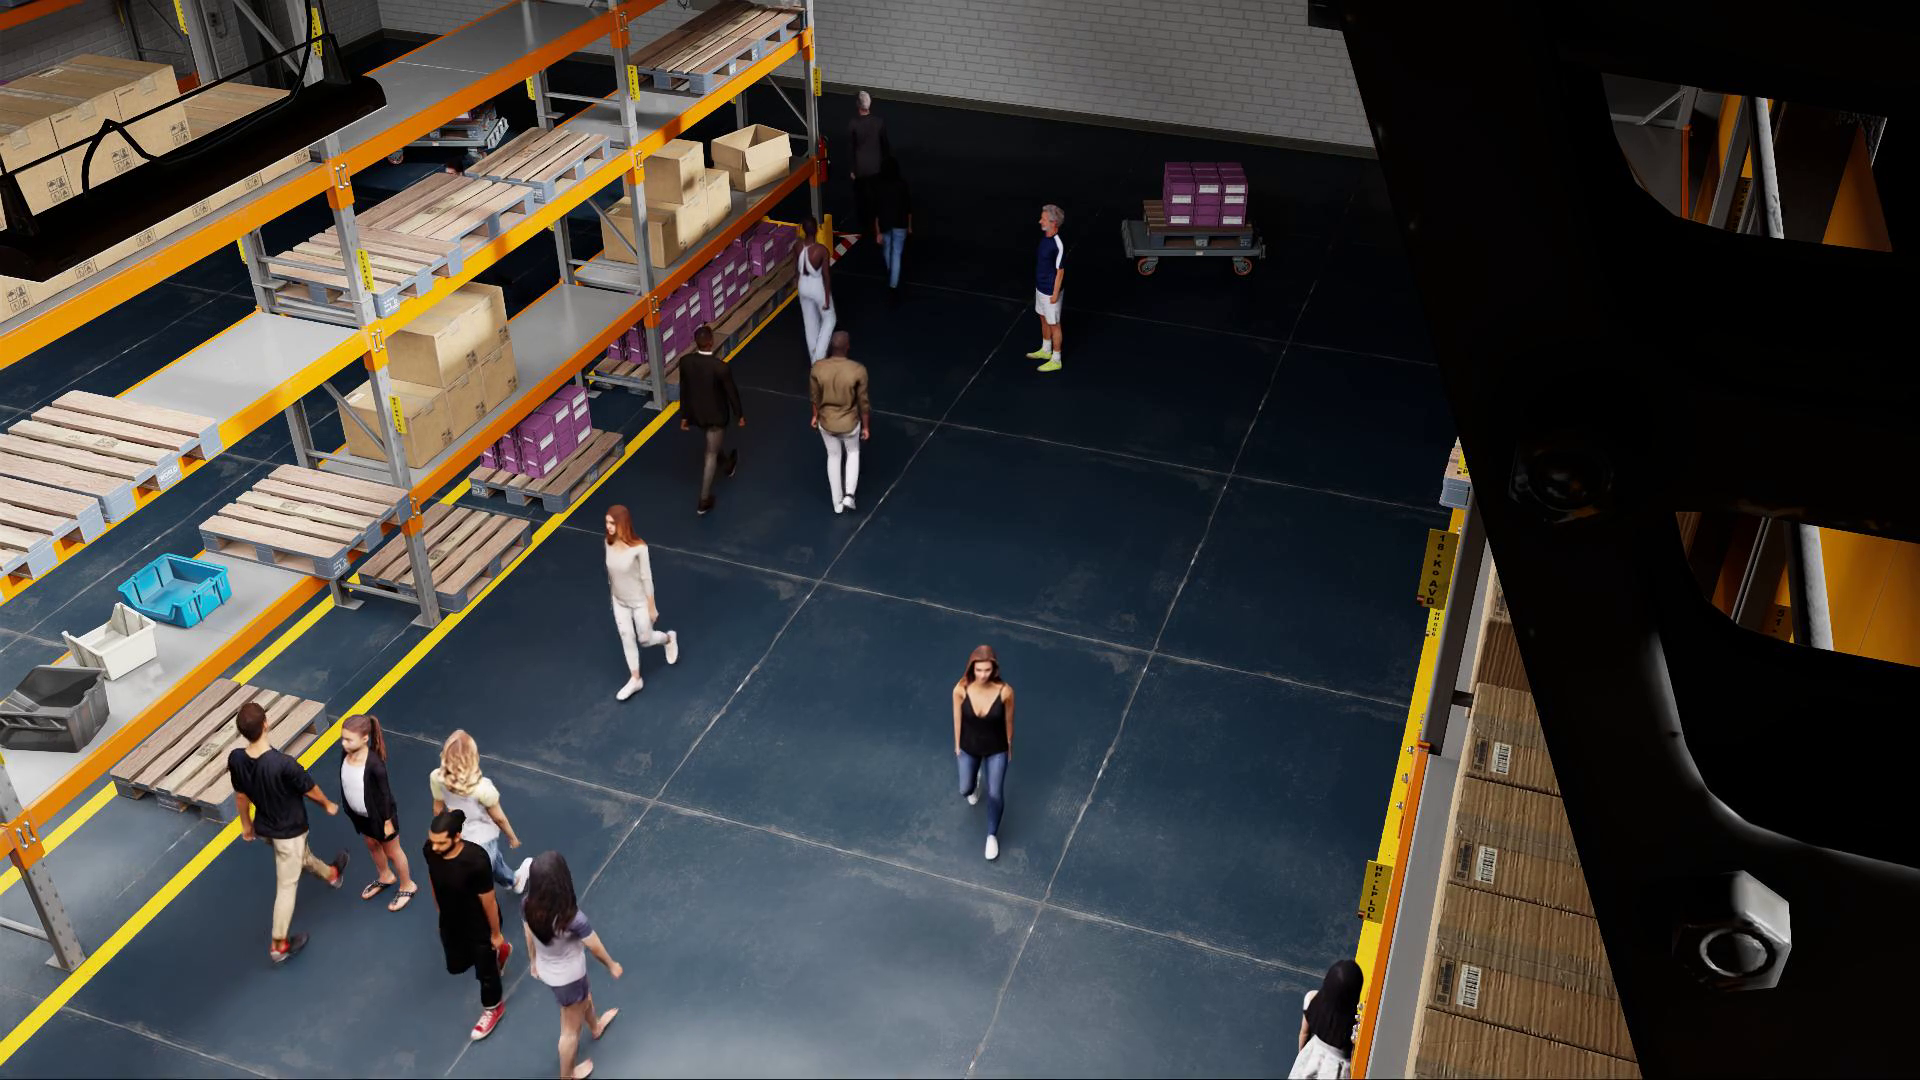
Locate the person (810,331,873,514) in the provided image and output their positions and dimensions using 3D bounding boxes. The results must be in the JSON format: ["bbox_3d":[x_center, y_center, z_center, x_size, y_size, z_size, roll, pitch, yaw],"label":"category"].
[{"bbox_3d":[-1.090,-1.002,14.993,0.835,1.812,0.808,2,34,3],"label":"person"}]

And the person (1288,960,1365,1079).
[{"bbox_3d":[2.001,2.959,9.073,0.785,1.769,0.769,-28,42,-35],"label":"person"}]

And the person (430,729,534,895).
[{"bbox_3d":[-3.139,1.990,10.609,0.644,1.682,1.069,12,36,18],"label":"person"}]

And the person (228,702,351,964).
[{"bbox_3d":[-4.373,1.920,10.613,0.646,1.795,1.152,11,35,15],"label":"person"}]

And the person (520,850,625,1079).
[{"bbox_3d":[-2.384,2.566,9.741,0.743,1.684,0.893,20,39,28],"label":"person"}]

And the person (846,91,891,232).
[{"bbox_3d":[-1.108,-4.541,20.323,1.127,1.806,1.228,-11,35,-16],"label":"person"}]

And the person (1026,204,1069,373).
[{"bbox_3d":[0.948,-2.667,17.474,0.784,1.839,0.704,-11,35,-16],"label":"person"}]

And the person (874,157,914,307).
[{"bbox_3d":[-0.769,-3.457,18.823,0.728,1.661,1.194,5,34,7],"label":"person"}]

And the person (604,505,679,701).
[{"bbox_3d":[-2.494,0.425,12.950,0.679,1.697,0.951,16,37,23],"label":"person"}]

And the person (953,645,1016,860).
[{"bbox_3d":[0.170,1.380,11.507,0.711,1.704,0.946,3,34,4],"label":"person"}]

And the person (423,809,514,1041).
[{"bbox_3d":[-2.935,2.258,10.151,0.636,1.742,0.793,13,36,19],"label":"person"}]

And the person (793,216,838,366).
[{"bbox_3d":[-1.551,-2.489,17.267,0.592,1.771,0.722,11,35,15],"label":"person"}]

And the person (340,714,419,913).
[{"bbox_3d":[-3.891,1.780,11.039,0.562,1.556,0.586,17,37,24],"label":"person"}]

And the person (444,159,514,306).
[{"bbox_3d":[-5.389,-3.352,18.496,0.854,1.849,1.085,22,39,29],"label":"person"}]

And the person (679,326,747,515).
[{"bbox_3d":[-2.313,-1.058,15.132,0.684,1.751,1.136,11,35,16],"label":"person"}]
